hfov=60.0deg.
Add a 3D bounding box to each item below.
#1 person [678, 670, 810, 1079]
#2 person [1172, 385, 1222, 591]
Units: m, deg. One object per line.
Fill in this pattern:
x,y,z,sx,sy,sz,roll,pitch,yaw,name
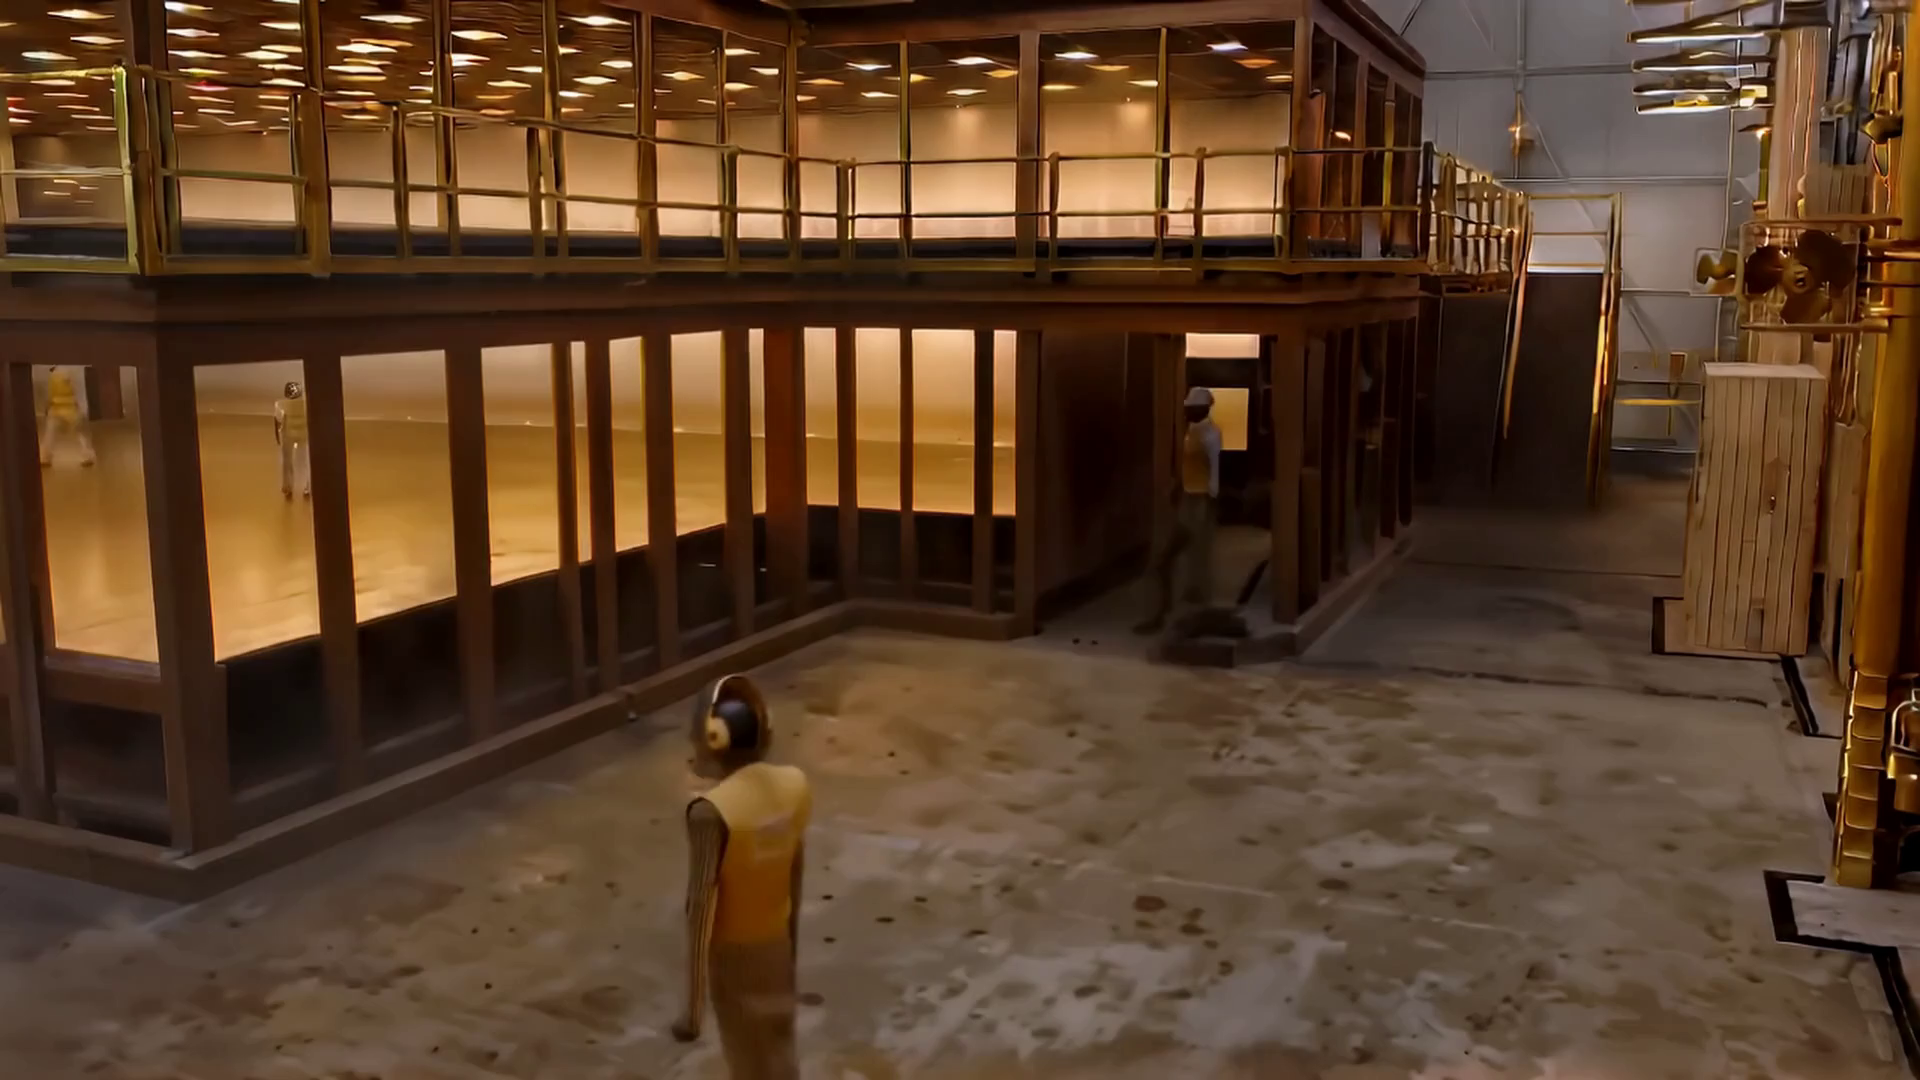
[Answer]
-0.693,1.306,5.184,0.522,1.851,0.578,8,12,39,person
2.272,-0.493,15.892,0.477,1.973,0.641,-3,10,-19,person
